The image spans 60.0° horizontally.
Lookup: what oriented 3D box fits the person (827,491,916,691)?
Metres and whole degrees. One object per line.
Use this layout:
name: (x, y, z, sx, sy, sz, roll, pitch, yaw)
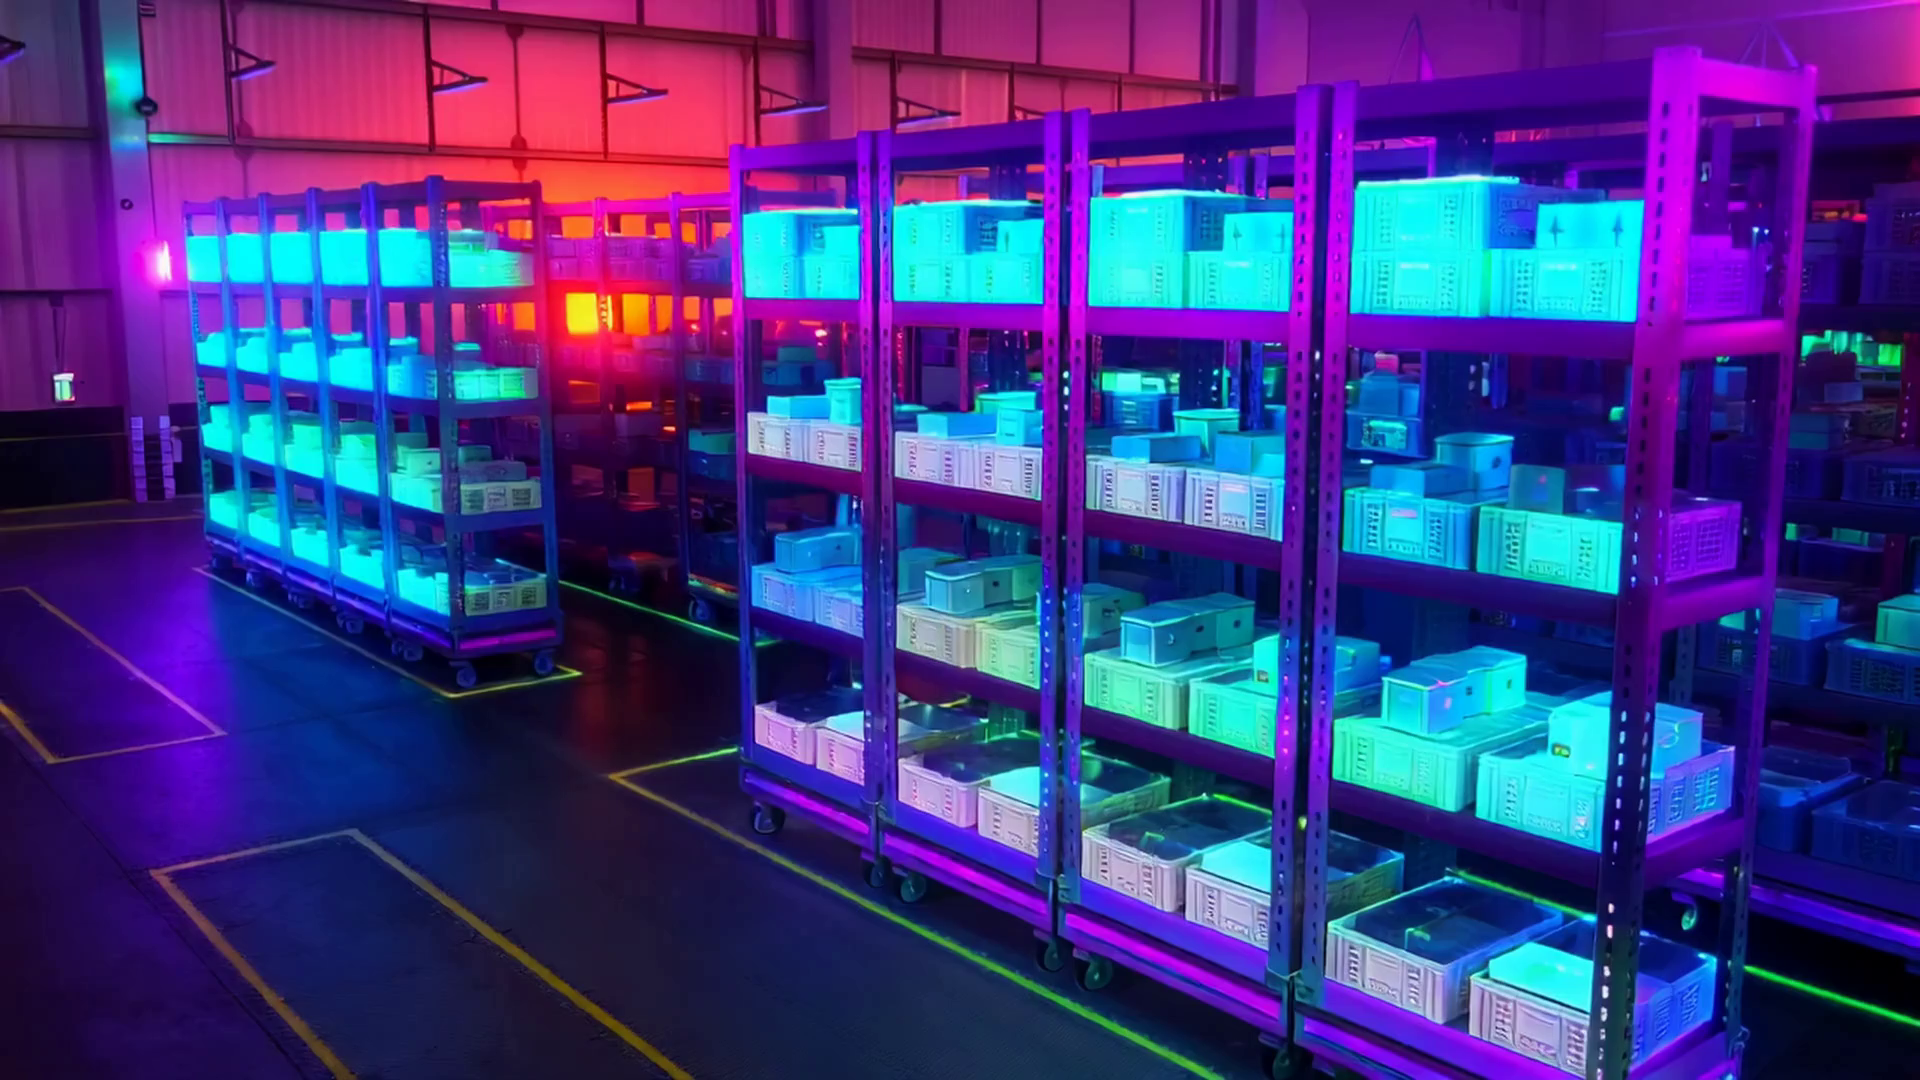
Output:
person: (-0.586, 0.191, 11.497, 0.620, 1.857, 1.058, 9, 13, 42)
